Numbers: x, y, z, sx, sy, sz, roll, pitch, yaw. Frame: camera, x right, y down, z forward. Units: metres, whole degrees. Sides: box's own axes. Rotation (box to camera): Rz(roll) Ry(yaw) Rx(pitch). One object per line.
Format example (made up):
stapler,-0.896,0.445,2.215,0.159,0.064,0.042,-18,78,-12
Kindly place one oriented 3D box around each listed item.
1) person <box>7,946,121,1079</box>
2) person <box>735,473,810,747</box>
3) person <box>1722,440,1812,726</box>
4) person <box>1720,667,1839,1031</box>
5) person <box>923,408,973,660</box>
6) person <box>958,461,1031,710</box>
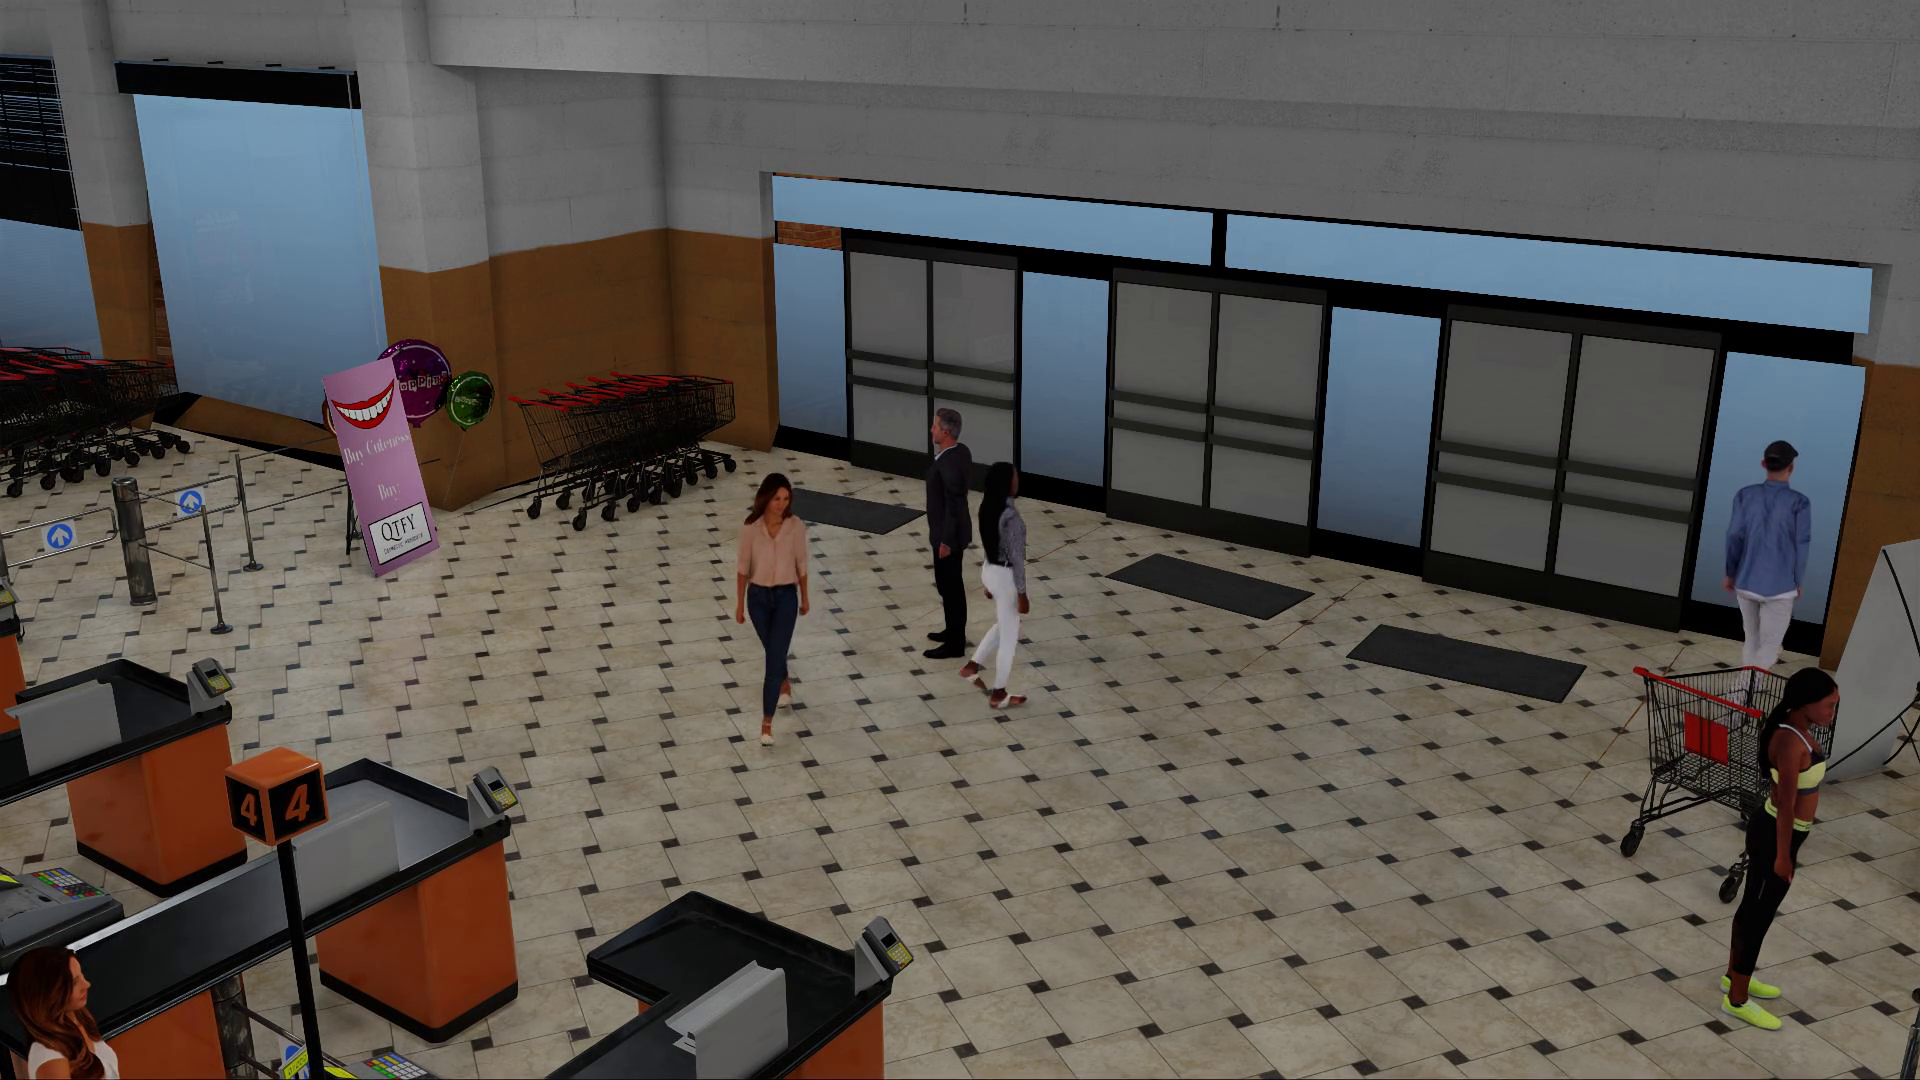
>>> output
person,-2.909,2.143,5.547,0.691,1.785,0.673,-8,20,-22
person,-1.215,0.392,10.822,1.065,1.732,1.212,-1,19,-2
person,5.260,0.295,10.905,1.161,1.864,0.837,-15,24,-38
person,3.795,1.409,7.772,0.653,1.755,0.495,9,20,24
person,-0.086,-0.063,12.004,0.876,1.840,0.736,1,19,4
person,0.204,0.321,11.063,0.839,1.714,0.776,-6,19,-17
